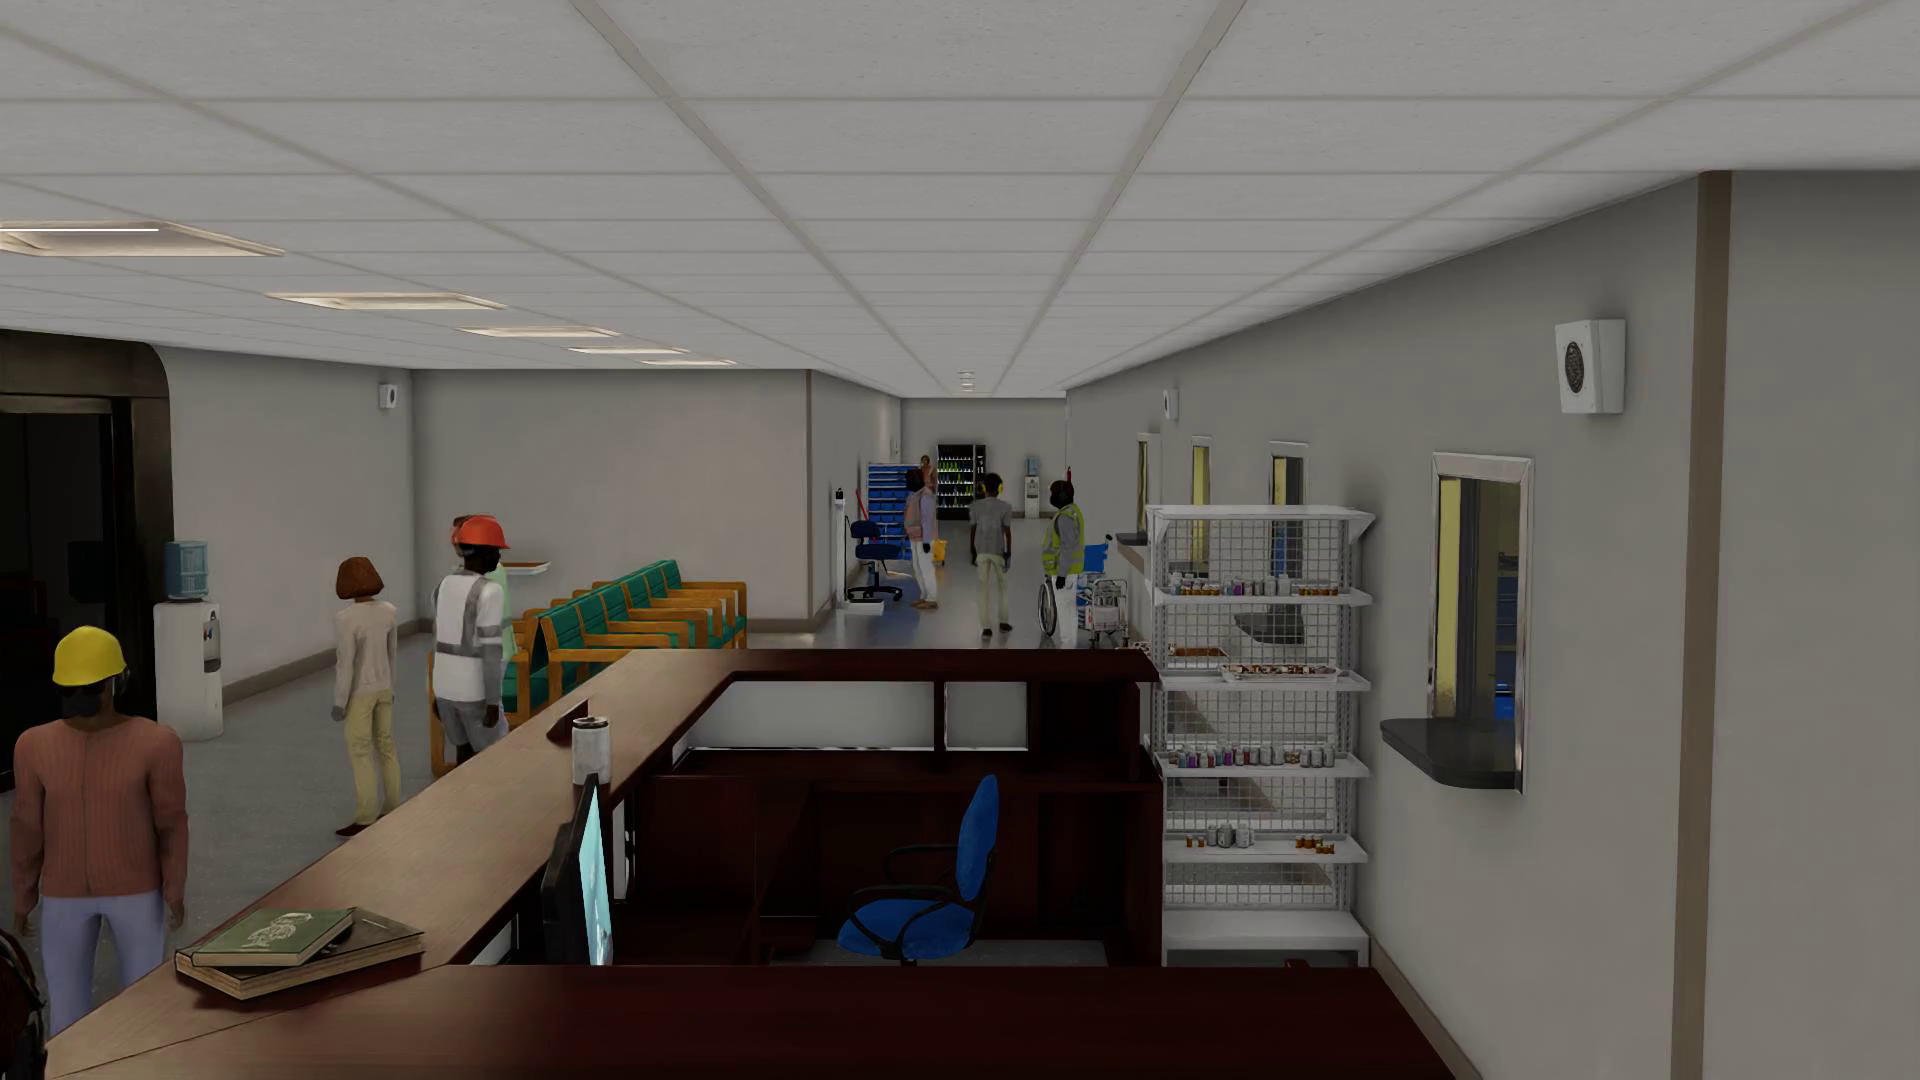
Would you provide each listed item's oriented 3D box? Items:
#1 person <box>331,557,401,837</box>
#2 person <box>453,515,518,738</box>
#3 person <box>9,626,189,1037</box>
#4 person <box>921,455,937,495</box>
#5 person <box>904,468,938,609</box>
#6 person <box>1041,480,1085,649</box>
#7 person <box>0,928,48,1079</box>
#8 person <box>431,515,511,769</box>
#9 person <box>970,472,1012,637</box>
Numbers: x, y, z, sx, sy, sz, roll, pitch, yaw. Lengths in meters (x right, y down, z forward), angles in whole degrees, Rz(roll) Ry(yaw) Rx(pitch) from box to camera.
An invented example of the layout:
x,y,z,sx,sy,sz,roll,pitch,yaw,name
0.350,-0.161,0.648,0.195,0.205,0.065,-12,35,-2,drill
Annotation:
x,y,z,sx,sy,sz,roll,pitch,yaw,name
-3.477,0.912,9.718,0.268,1.630,0.507,1,4,19,person
-2.948,0.766,10.271,0.396,1.847,0.564,0,4,1,person
-2.810,1.153,5.430,0.533,1.765,0.331,-1,4,-13,person
-0.805,-1.192,39.306,0.531,1.626,0.322,1,4,18,person
-0.498,-0.012,21.456,0.432,1.821,0.659,-1,4,-17,person
1.028,0.318,16.613,0.429,1.840,0.637,1,4,9,person
-1.199,1.365,1.986,0.625,1.838,0.430,-2,5,-29,person
-2.764,0.818,9.137,0.557,1.910,0.697,3,5,37,person
0.359,0.162,18.822,0.516,1.842,0.804,1,4,10,person
